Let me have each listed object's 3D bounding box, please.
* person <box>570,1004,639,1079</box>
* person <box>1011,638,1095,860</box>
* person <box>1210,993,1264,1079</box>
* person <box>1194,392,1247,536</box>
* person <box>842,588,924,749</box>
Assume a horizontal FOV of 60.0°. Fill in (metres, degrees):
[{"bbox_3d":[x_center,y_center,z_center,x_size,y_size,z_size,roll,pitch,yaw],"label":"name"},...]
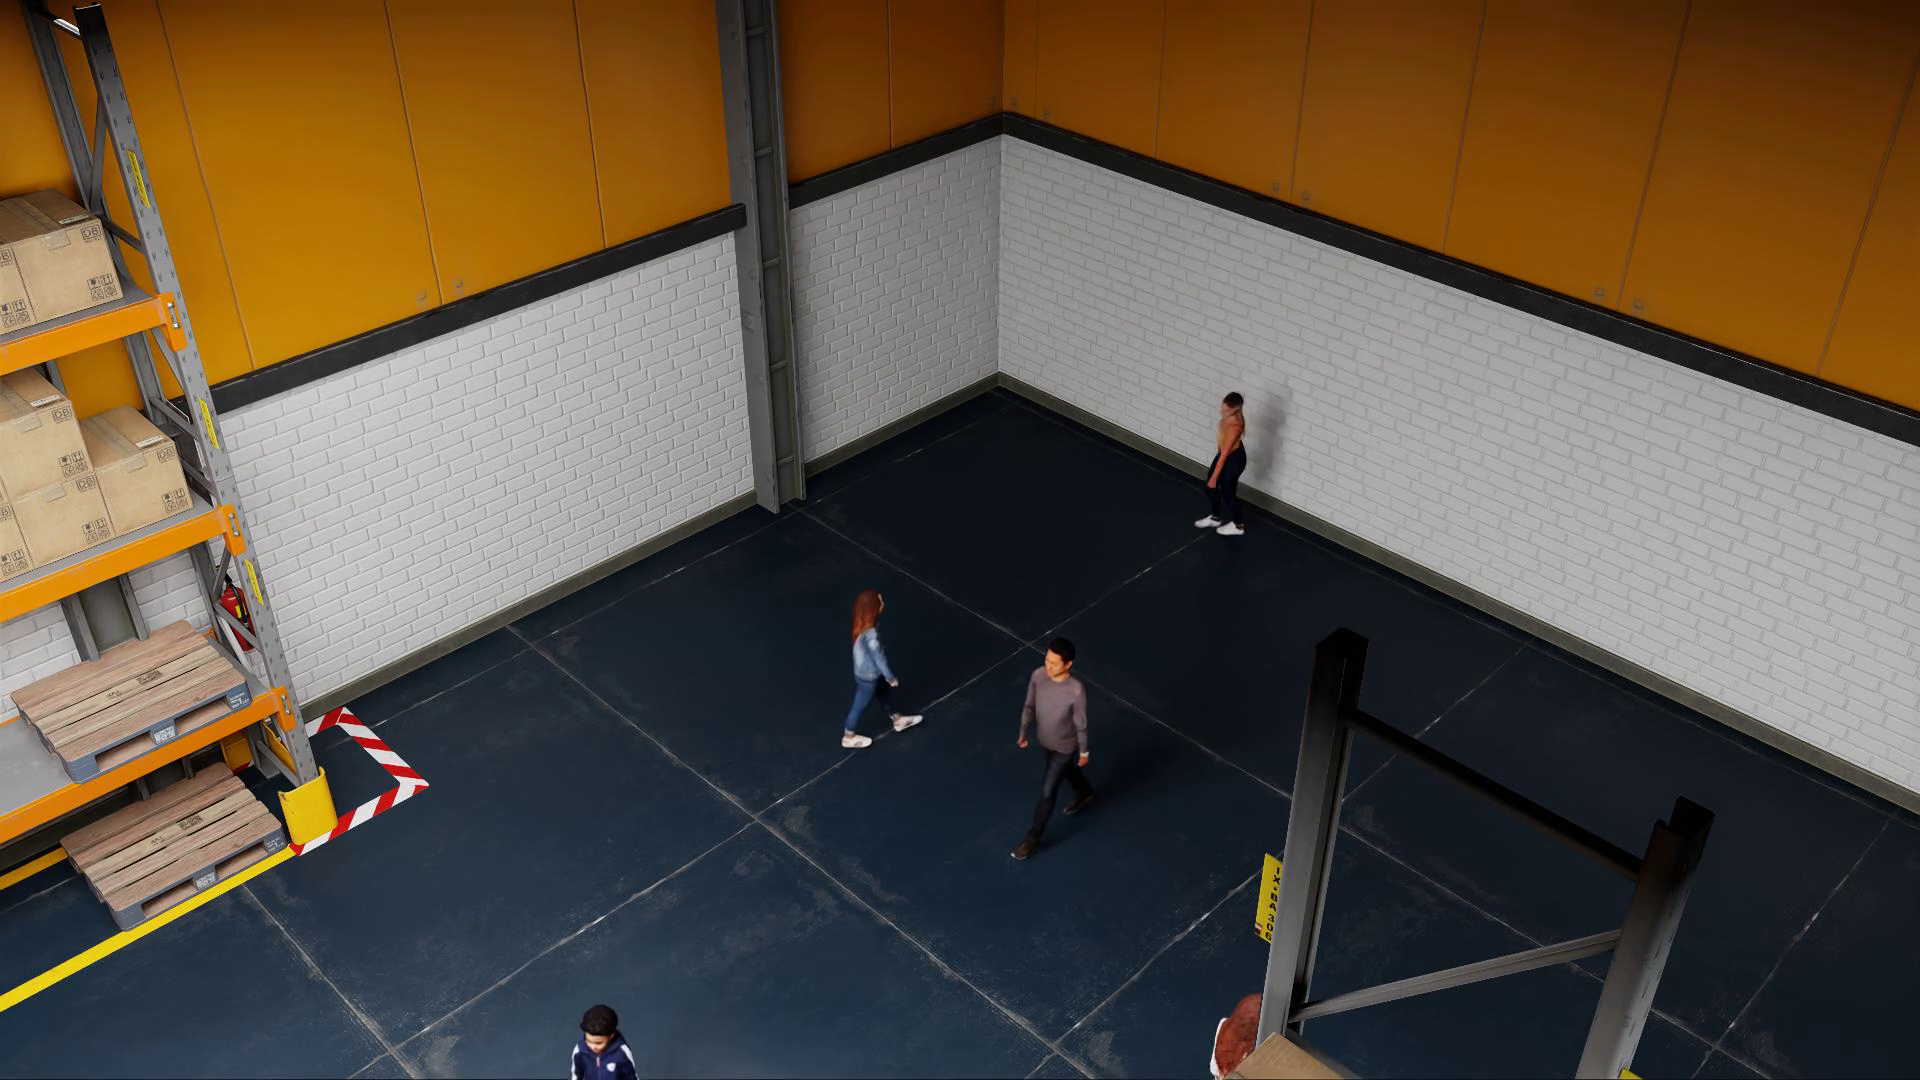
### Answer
[{"bbox_3d":[-2.031,3.129,9.696,0.806,1.198,0.923,6,34,9],"label":"person"},{"bbox_3d":[0.758,1.396,11.827,1.117,1.726,0.676,-28,43,-36],"label":"person"},{"bbox_3d":[1.472,3.175,9.134,1.041,1.746,0.762,-19,38,-26],"label":"person"},{"bbox_3d":[2.484,-0.680,15.081,0.881,1.583,0.818,9,35,13],"label":"person"},{"bbox_3d":[-0.773,1.014,12.647,0.979,1.455,0.854,-6,34,-8],"label":"person"}]
